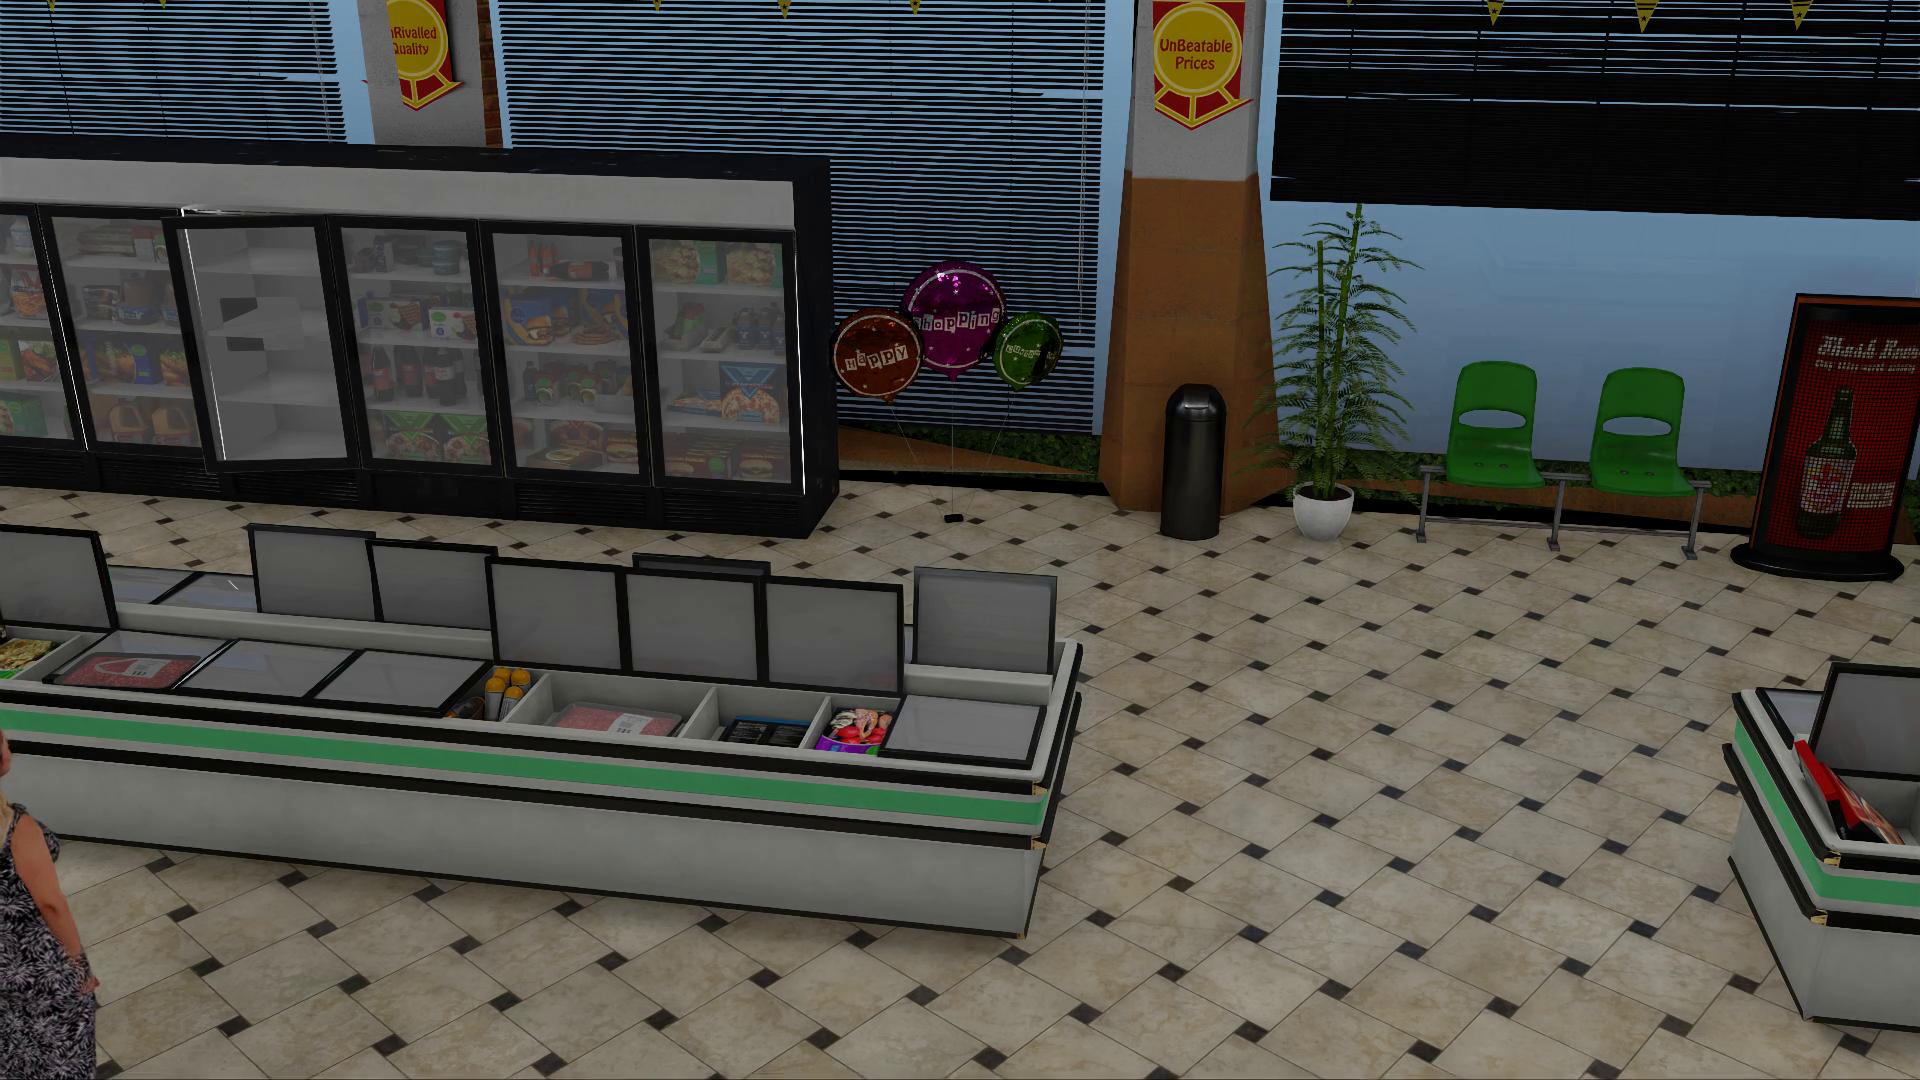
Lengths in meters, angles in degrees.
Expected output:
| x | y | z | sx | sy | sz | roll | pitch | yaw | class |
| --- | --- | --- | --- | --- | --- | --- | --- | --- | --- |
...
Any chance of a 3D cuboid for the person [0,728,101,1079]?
| x | y | z | sx | sy | sz | roll | pitch | yaw | class |
| --- | --- | --- | --- | --- | --- | --- | --- | --- | --- |
| -2.908 | 1.329 | 5.149 | 0.458 | 1.705 | 0.641 | 6 | 23 | 15 | person |
